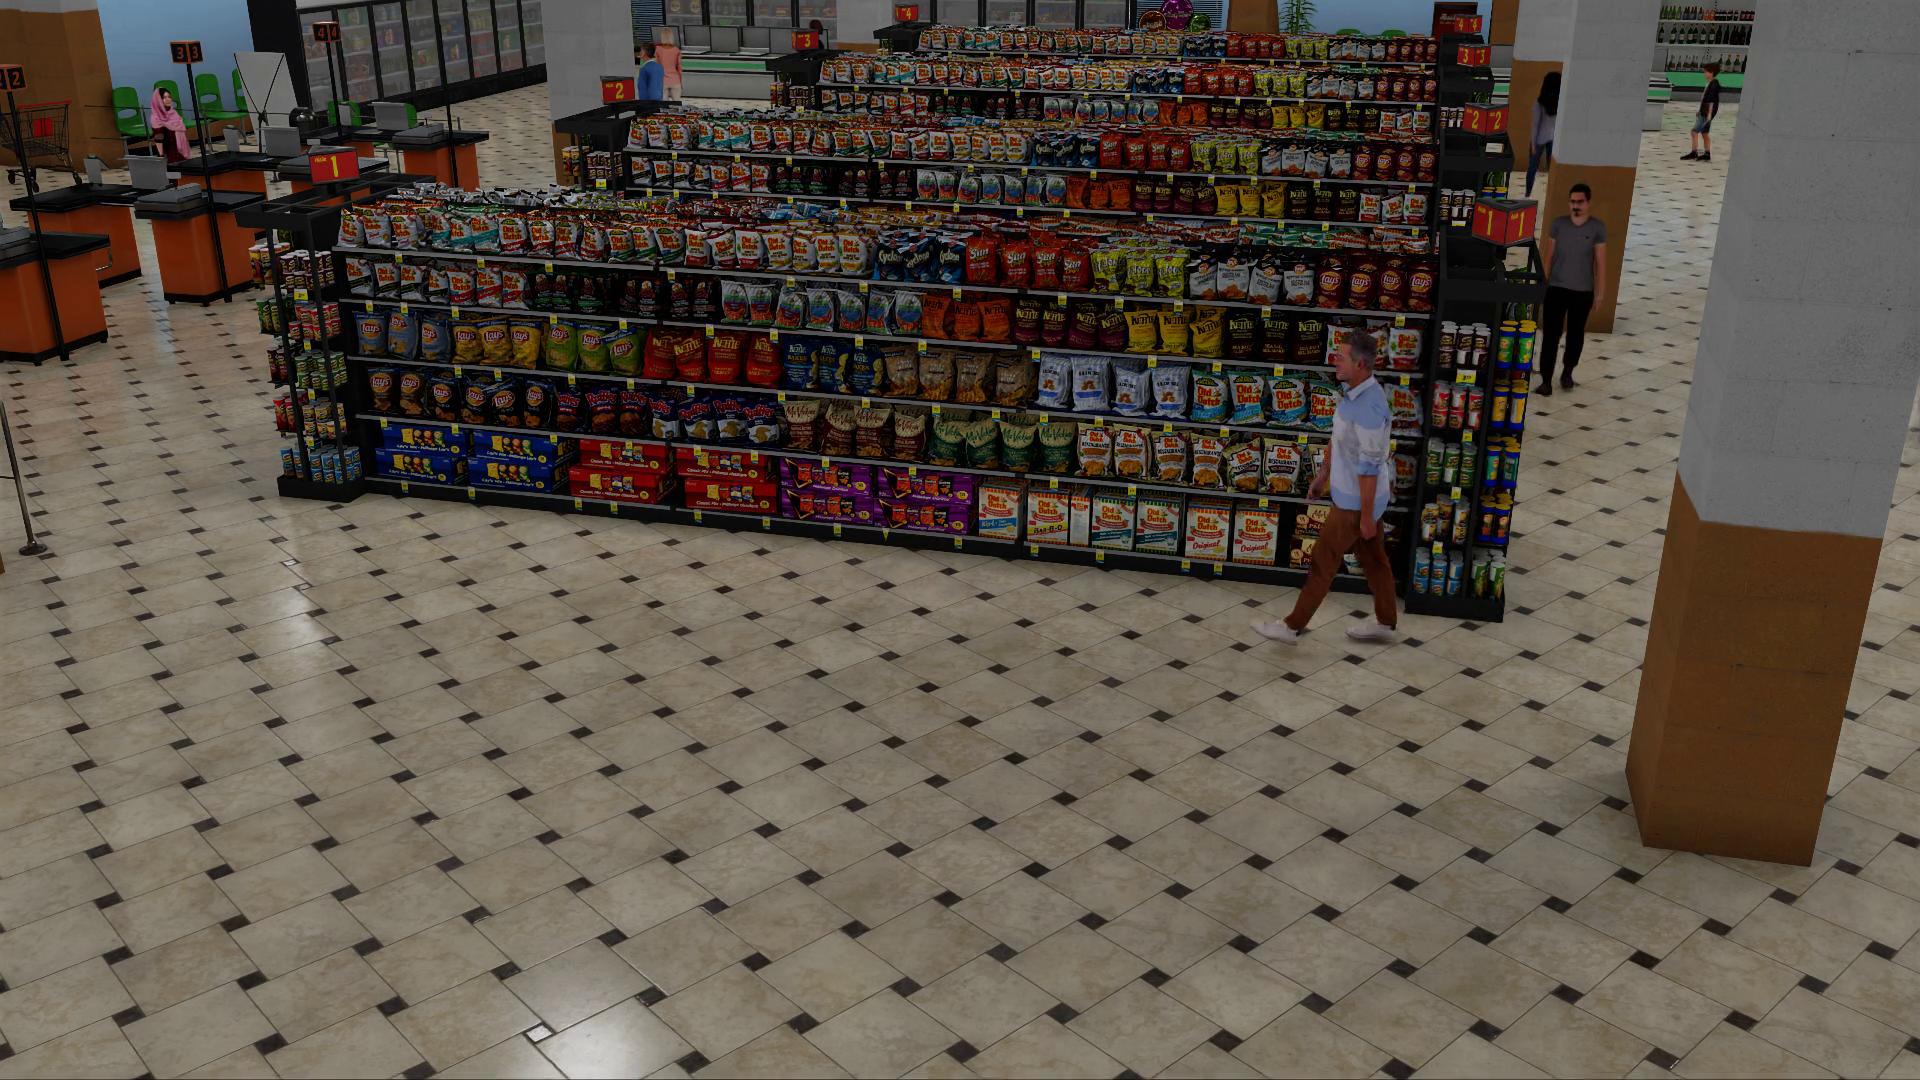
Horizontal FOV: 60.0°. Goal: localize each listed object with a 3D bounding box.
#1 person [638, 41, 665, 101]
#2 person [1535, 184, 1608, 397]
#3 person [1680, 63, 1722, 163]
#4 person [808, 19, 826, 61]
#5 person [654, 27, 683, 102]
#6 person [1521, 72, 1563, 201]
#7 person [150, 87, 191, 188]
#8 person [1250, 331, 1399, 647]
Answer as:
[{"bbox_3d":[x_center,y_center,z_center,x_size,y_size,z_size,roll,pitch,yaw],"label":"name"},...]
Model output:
[{"bbox_3d":[-4.444,-6.274,24.041,0.637,1.820,0.692,10,24,24],"label":"person"},{"bbox_3d":[5.035,-2.060,13.700,1.069,1.712,0.841,9,24,21],"label":"person"},{"bbox_3d":[11.176,-6.349,24.748,0.645,1.432,0.534,6,23,14],"label":"person"},{"bbox_3d":[-2.381,-7.672,27.519,0.633,1.822,0.693,1,22,2],"label":"person"},{"bbox_3d":[-4.759,-7.489,27.193,0.596,1.725,0.722,-4,22,-9],"label":"person"},{"bbox_3d":[7.462,-4.997,21.041,1.156,1.688,0.809,2,22,5],"label":"person"},{"bbox_3d":[-9.688,-4.729,20.442,0.599,1.637,0.659,7,23,17],"label":"person"},{"bbox_3d":[2.252,-0.236,9.055,1.066,1.790,0.753,4,22,10],"label":"person"}]
